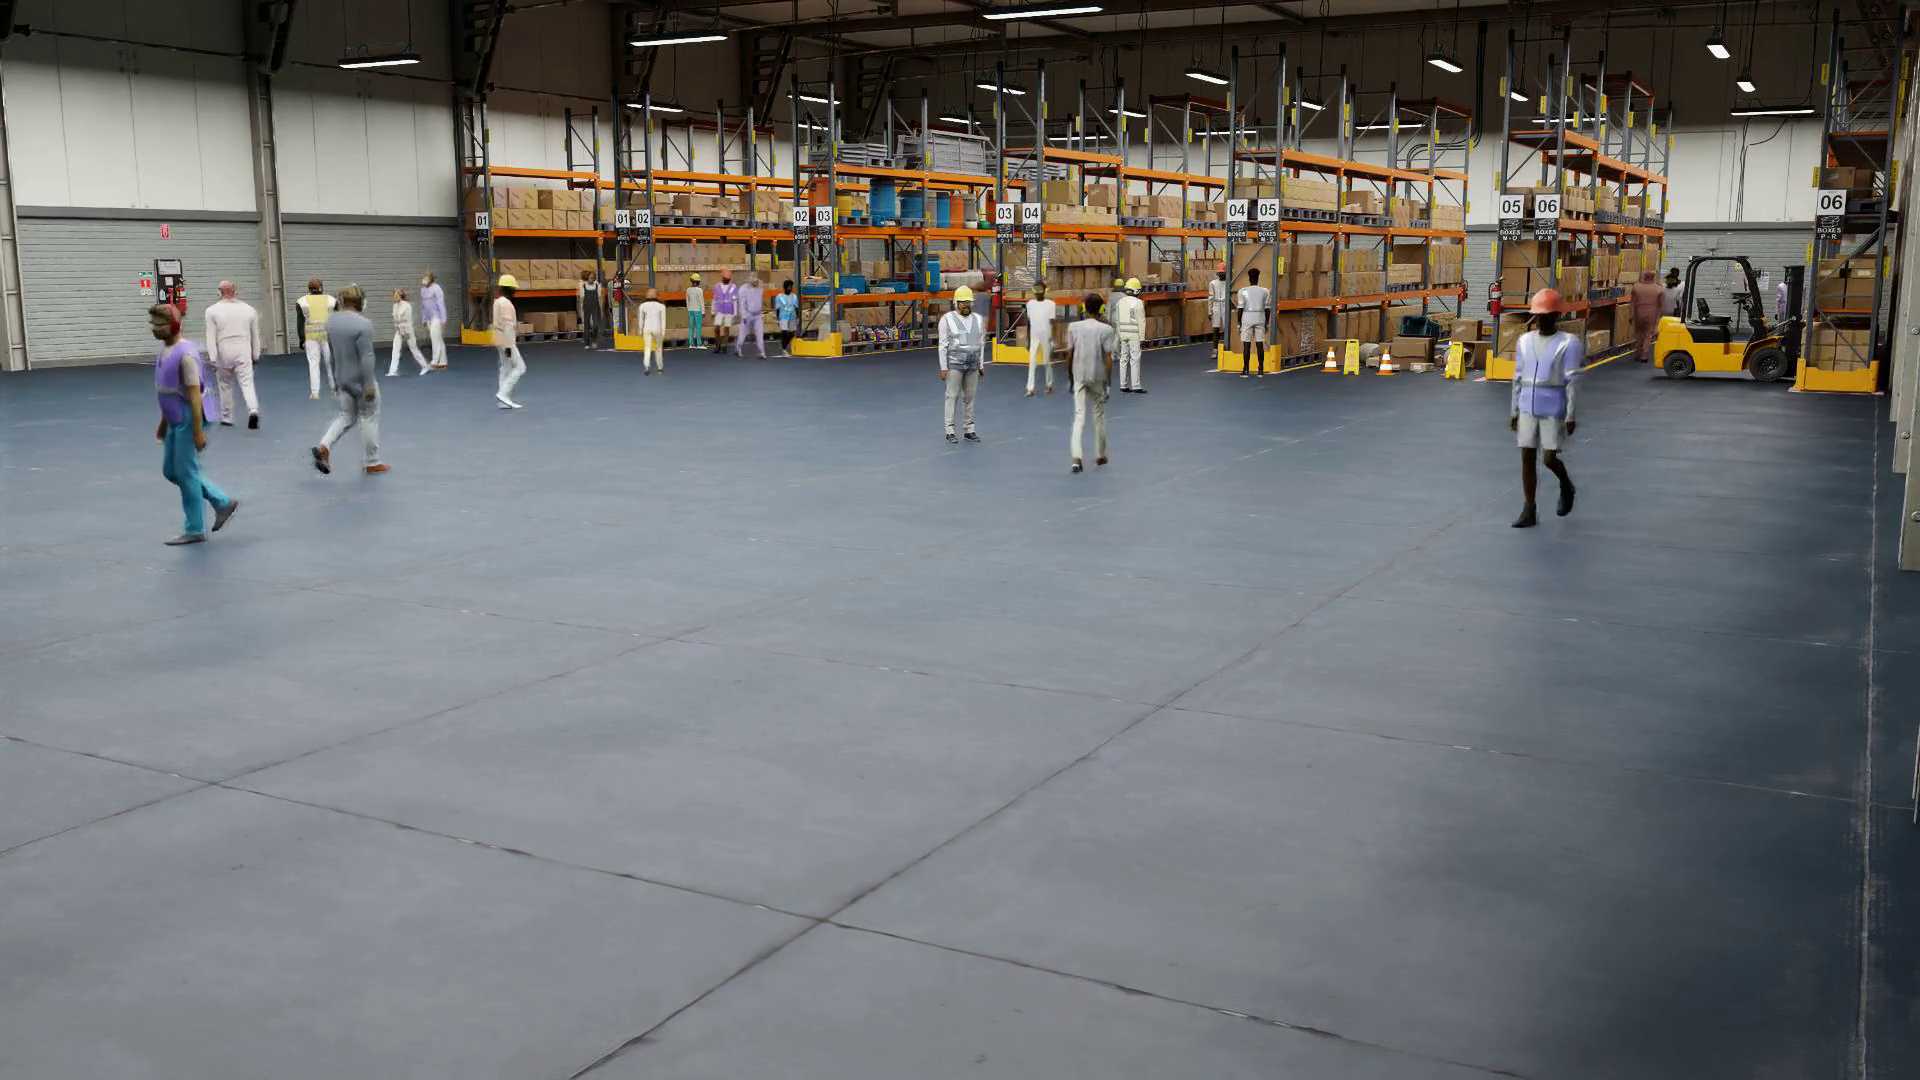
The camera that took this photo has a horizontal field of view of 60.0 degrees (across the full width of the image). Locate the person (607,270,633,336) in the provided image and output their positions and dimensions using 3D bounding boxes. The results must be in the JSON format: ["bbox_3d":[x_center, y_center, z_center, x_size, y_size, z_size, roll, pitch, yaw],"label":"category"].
[{"bbox_3d":[-8.483,-5.845,41.641,0.636,1.842,0.429,1,10,5],"label":"person"}]

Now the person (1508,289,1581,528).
[{"bbox_3d":[4.730,-1.054,13.386,0.585,1.926,0.552,-8,13,-40],"label":"person"}]

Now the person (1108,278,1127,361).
[{"bbox_3d":[3.286,-4.617,34.824,0.477,1.714,0.824,7,12,36],"label":"person"}]

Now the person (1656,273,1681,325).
[{"bbox_3d":[15.113,-4.812,35.635,0.549,1.837,0.672,0,10,-1],"label":"person"}]

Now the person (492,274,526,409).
[{"bbox_3d":[-6.414,-2.806,23.634,0.423,1.910,0.623,-5,11,-26],"label":"person"}]

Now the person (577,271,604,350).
[{"bbox_3d":[-8.584,-5.316,38.582,0.607,1.824,0.527,-3,10,-14],"label":"person"}]

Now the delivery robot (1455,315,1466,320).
[{"bbox_3d":[13.620,-5.937,45.671,0.707,0.478,0.477,-2,10,-10],"label":"delivery robot"}]

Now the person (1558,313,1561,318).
[{"bbox_3d":[16.432,-6.575,45.678,0.562,1.922,0.527,-8,13,-40],"label":"person"}]

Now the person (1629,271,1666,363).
[{"bbox_3d":[14.164,-4.594,34.242,0.677,1.855,0.969,5,11,28],"label":"person"}]

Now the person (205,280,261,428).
[{"bbox_3d":[-9.198,-2.351,21.101,0.660,1.876,0.938,-8,12,-39],"label":"person"}]

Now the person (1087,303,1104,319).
[{"bbox_3d":[3.293,-5.735,40.419,0.607,2.041,0.377,9,13,43],"label":"person"}]

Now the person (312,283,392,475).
[{"bbox_3d":[-6.003,-1.560,16.343,0.638,1.916,0.767,6,11,30],"label":"person"}]

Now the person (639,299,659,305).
[{"bbox_3d":[-7.704,-5.720,41.310,0.539,1.714,0.949,1,10,8],"label":"person"}]

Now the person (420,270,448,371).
[{"bbox_3d":[-10.053,-4.165,31.663,0.667,1.904,0.692,-10,14,-44],"label":"person"}]

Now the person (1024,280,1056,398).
[{"bbox_3d":[1.258,-3.117,25.802,0.538,1.811,0.993,3,10,18],"label":"person"}]

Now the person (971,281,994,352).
[{"bbox_3d":[0.505,-5.089,37.869,0.505,1.622,0.378,6,12,33],"label":"person"}]

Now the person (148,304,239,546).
[{"bbox_3d":[-5.817,-0.874,12.594,0.538,1.821,0.579,-8,13,-39],"label":"person"}]

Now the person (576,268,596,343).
[{"bbox_3d":[-9.368,-5.874,41.720,0.605,1.871,0.451,4,10,21],"label":"person"}]

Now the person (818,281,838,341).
[{"bbox_3d":[-3.122,-5.444,40.028,0.527,1.593,0.884,6,11,31],"label":"person"}]

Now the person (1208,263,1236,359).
[{"bbox_3d":[5.530,-4.829,35.129,0.606,2.037,0.405,4,11,24],"label":"person"}]

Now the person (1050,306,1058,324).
[{"bbox_3d":[2.072,-5.594,40.010,0.628,1.909,0.911,3,10,15],"label":"person"}]

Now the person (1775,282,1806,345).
[{"bbox_3d":[18.427,-5.078,36.934,0.585,1.921,0.392,5,11,27],"label":"person"}]

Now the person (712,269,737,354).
[{"bbox_3d":[-5.198,-5.045,36.804,0.571,1.899,0.487,0,10,0],"label":"person"}]

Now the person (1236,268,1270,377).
[{"bbox_3d":[5.265,-3.898,29.900,0.610,1.956,0.386,-1,10,-4],"label":"person"}]

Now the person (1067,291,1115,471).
[{"bbox_3d":[1.313,-1.617,16.975,0.519,1.827,0.985,2,10,13],"label":"person"}]

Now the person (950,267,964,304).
[{"bbox_3d":[0.052,-7.294,50.143,0.604,1.826,0.997,5,11,28],"label":"person"}]

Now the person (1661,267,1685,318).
[{"bbox_3d":[16.384,-5.298,38.217,0.590,1.919,0.394,7,12,34],"label":"person"}]

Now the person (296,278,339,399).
[{"bbox_3d":[-9.795,-3.074,25.433,0.624,1.841,0.430,-4,11,-24],"label":"person"}]

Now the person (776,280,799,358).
[{"bbox_3d":[-3.746,-4.769,35.812,0.551,1.681,0.507,-7,12,-35],"label":"person"}]

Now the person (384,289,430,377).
[{"bbox_3d":[-10.054,-3.772,30.226,0.528,1.597,0.862,6,12,33],"label":"person"}]

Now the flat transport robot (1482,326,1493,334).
[{"bbox_3d":[14.360,-5.785,45.882,0.652,0.197,1.431,0,10,2],"label":"flat transport robot"}]

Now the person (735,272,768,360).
[{"bbox_3d":[-4.435,-4.744,35.190,0.626,1.860,0.966,-8,13,-39],"label":"person"}]

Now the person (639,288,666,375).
[{"bbox_3d":[-5.686,-3.856,30.740,0.510,1.605,0.834,0,10,0],"label":"person"}]

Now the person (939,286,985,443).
[{"bbox_3d":[0.037,-2.047,19.435,0.600,1.829,0.404,-6,11,-30],"label":"person"}]

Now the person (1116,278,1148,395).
[{"bbox_3d":[2.722,-3.205,26.208,0.403,1.834,0.586,-7,12,-37],"label":"person"}]

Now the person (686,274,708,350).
[{"bbox_3d":[-6.157,-5.324,38.816,0.524,1.769,0.308,6,12,34],"label":"person"}]
